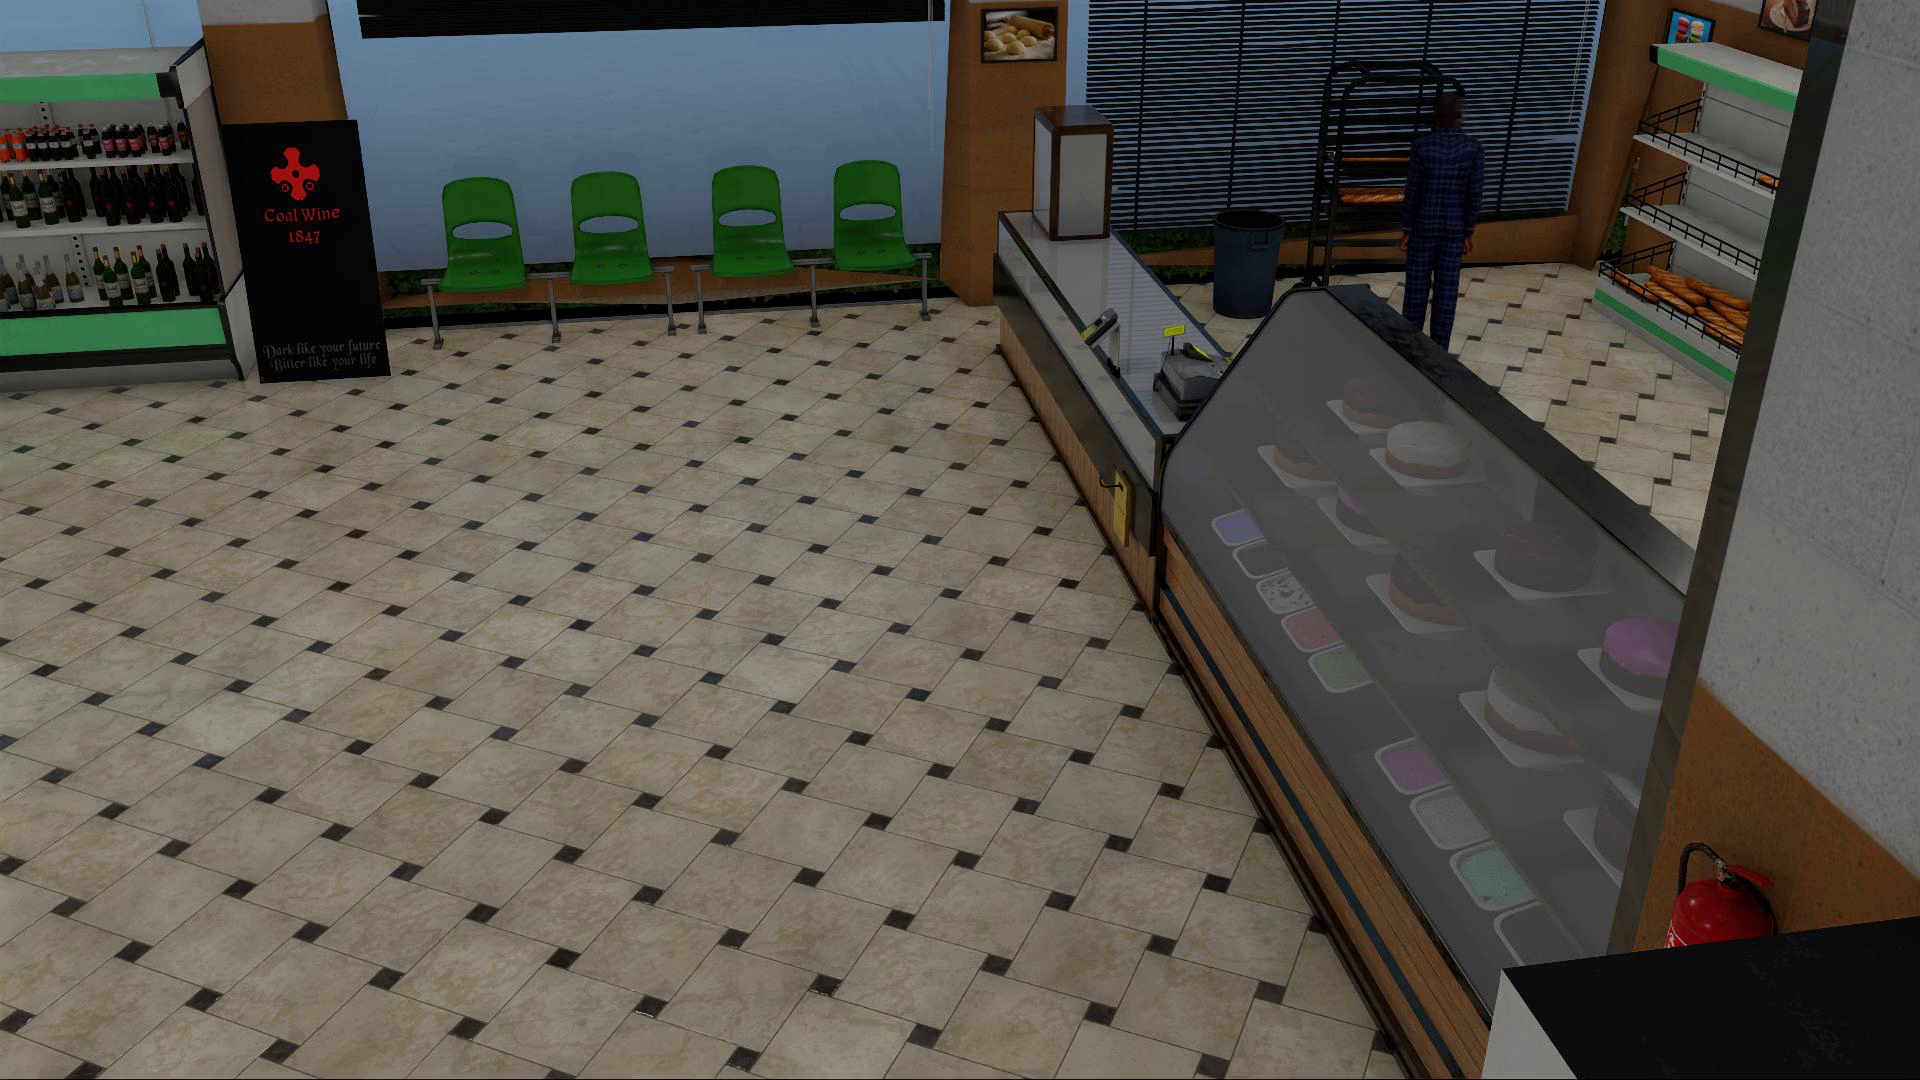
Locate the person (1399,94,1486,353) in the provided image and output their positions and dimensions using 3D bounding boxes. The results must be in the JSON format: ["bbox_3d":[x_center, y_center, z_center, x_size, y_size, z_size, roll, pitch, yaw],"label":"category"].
[{"bbox_3d":[3.235,-2.105,11.280,0.670,1.824,0.810,6,27,11],"label":"person"}]
